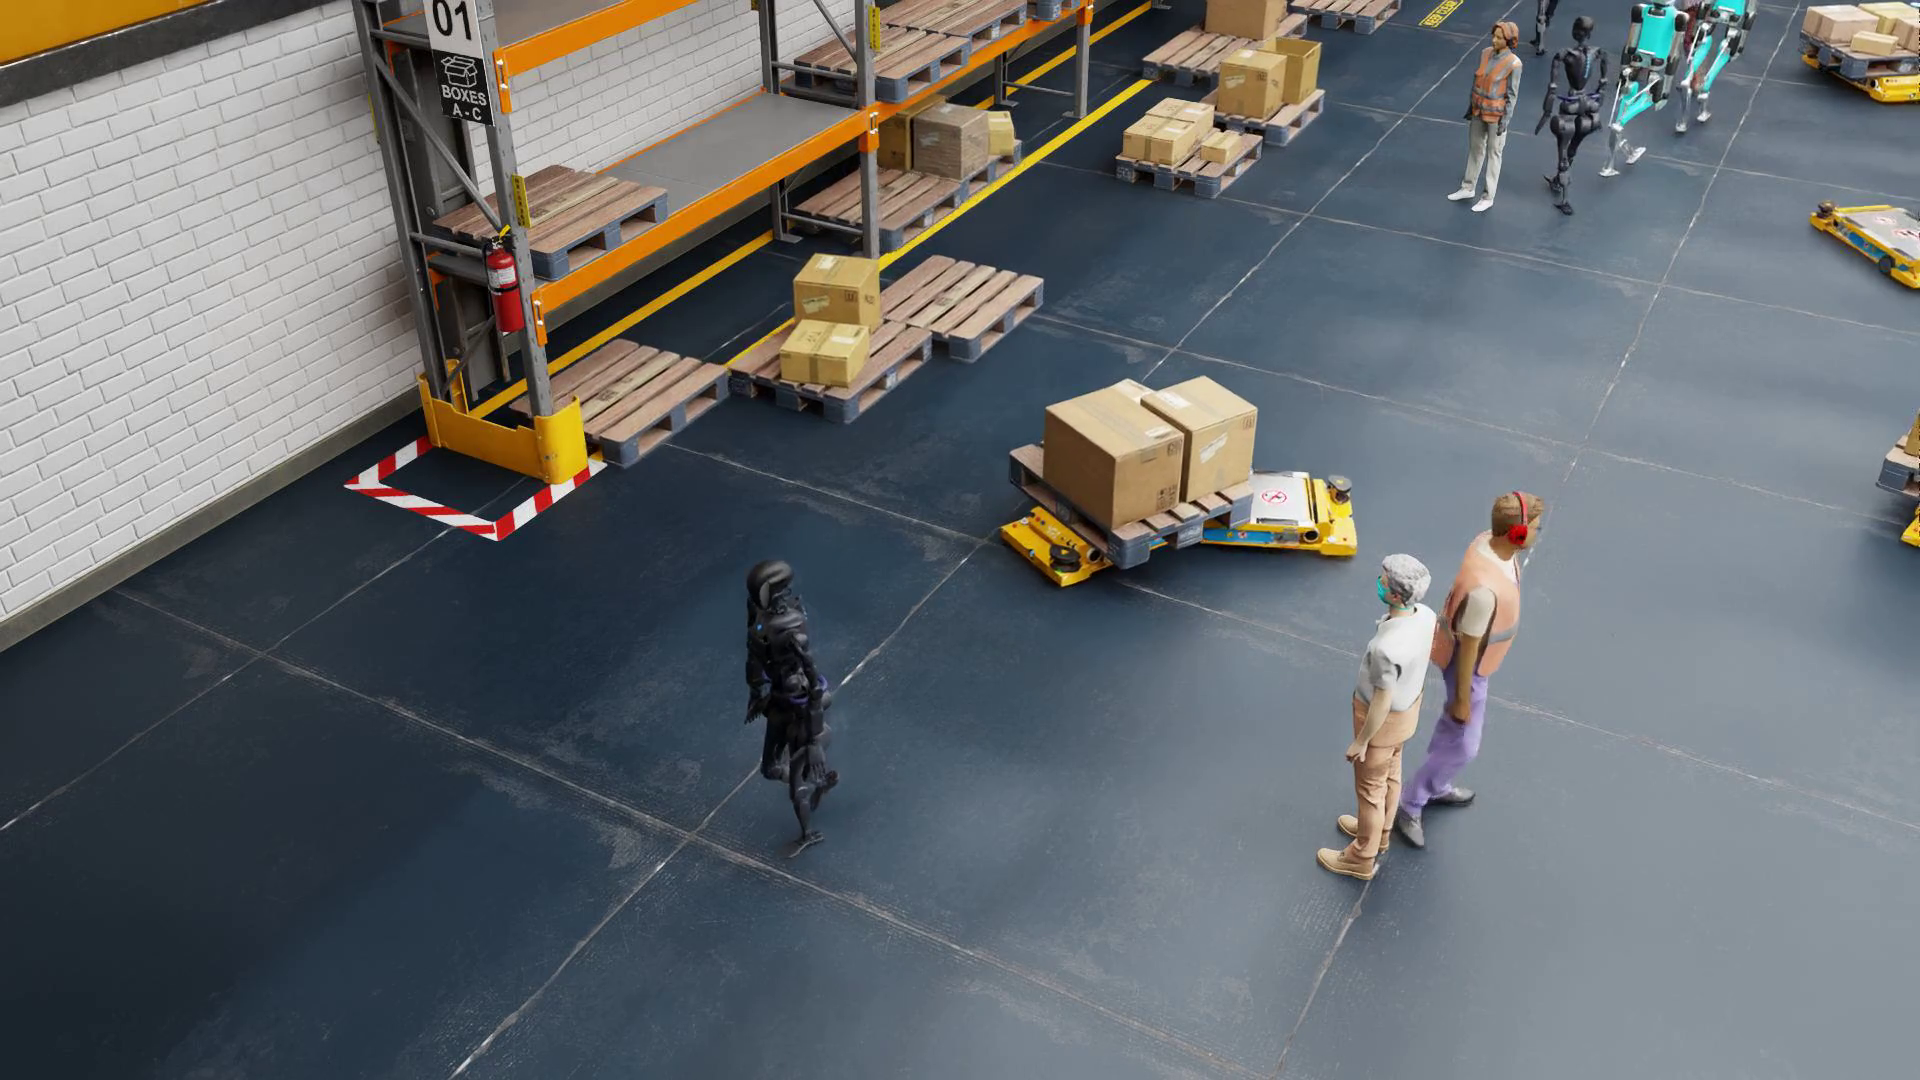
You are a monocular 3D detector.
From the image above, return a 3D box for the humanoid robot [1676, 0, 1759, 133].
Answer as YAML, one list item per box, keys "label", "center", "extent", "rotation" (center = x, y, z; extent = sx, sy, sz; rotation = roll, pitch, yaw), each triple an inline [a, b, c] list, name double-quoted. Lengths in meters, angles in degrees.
- label: "humanoid robot"
  center: [7.256, -4.749, 16.008]
  extent: [0.560, 1.769, 0.916]
  rotation: [21, 39, 28]

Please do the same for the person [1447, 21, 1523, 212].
- label: "person"
  center: [4.616, -3.697, 14.492]
  extent: [0.306, 1.644, 0.513]
  rotation: [-15, 36, -22]

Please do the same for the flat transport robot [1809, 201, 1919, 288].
- label: "flat transport robot"
  center: [7.838, -2.488, 13.912]
  extent: [0.659, 0.231, 1.431]
  rotation: [-6, 34, -8]

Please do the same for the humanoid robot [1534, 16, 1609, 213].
- label: "humanoid robot"
  center: [5.373, -3.752, 14.585]
  extent: [0.601, 1.618, 0.739]
  rotation: [-6, 34, -9]

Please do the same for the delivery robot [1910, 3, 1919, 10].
- label: "delivery robot"
  center: [10.483, -5.642, 18.418]
  extent: [0.499, 0.587, 0.788]
  rotation: [-5, 34, -8]

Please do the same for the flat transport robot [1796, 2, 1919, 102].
- label: "flat transport robot"
  center: [9.682, -4.983, 17.687]
  extent: [0.659, 0.231, 1.431]
  rotation: [-5, 34, -8]

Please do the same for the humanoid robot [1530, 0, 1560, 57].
- label: "humanoid robot"
  center: [6.528, -6.147, 18.206]
  extent: [0.596, 1.634, 0.751]
  rotation: [-3, 34, -5]

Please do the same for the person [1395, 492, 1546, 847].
- label: "person"
  center: [2.372, 0.591, 7.855]
  extent: [0.440, 1.821, 0.667]
  rotation: [12, 35, 17]

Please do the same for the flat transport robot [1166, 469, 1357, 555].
- label: "flat transport robot"
  center: [1.739, -0.190, 10.435]
  extent: [1.431, 0.231, 0.659]
  rotation: [3, 34, 5]

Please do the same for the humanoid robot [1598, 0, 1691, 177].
- label: "humanoid robot"
  center: [6.042, -4.041, 14.954]
  extent: [1.041, 1.738, 0.554]
  rotation: [-25, 41, -32]

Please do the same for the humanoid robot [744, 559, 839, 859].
- label: "humanoid robot"
  center: [-0.735, 0.778, 7.700]
  extent: [0.405, 1.645, 0.603]
  rotation: [-22, 40, -30]

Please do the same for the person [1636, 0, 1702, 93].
- label: "person"
  center: [7.462, -5.579, 17.177]
  extent: [0.537, 1.832, 0.943]
  rotation: [-8, 34, -13]

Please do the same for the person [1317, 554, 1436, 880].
- label: "person"
  center: [1.921, 0.806, 7.588]
  extent: [0.318, 1.747, 0.480]
  rotation: [20, 39, 28]

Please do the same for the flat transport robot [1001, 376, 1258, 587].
- label: "flat transport robot"
  center: [1.026, -0.147, 10.370]
  extent: [1.431, 0.231, 0.659]
  rotation: [-20, 38, -27]

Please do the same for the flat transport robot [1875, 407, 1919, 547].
- label: "flat transport robot"
  center: [6.529, -0.219, 10.479]
  extent: [0.659, 0.231, 1.431]
  rotation: [27, 42, 35]
